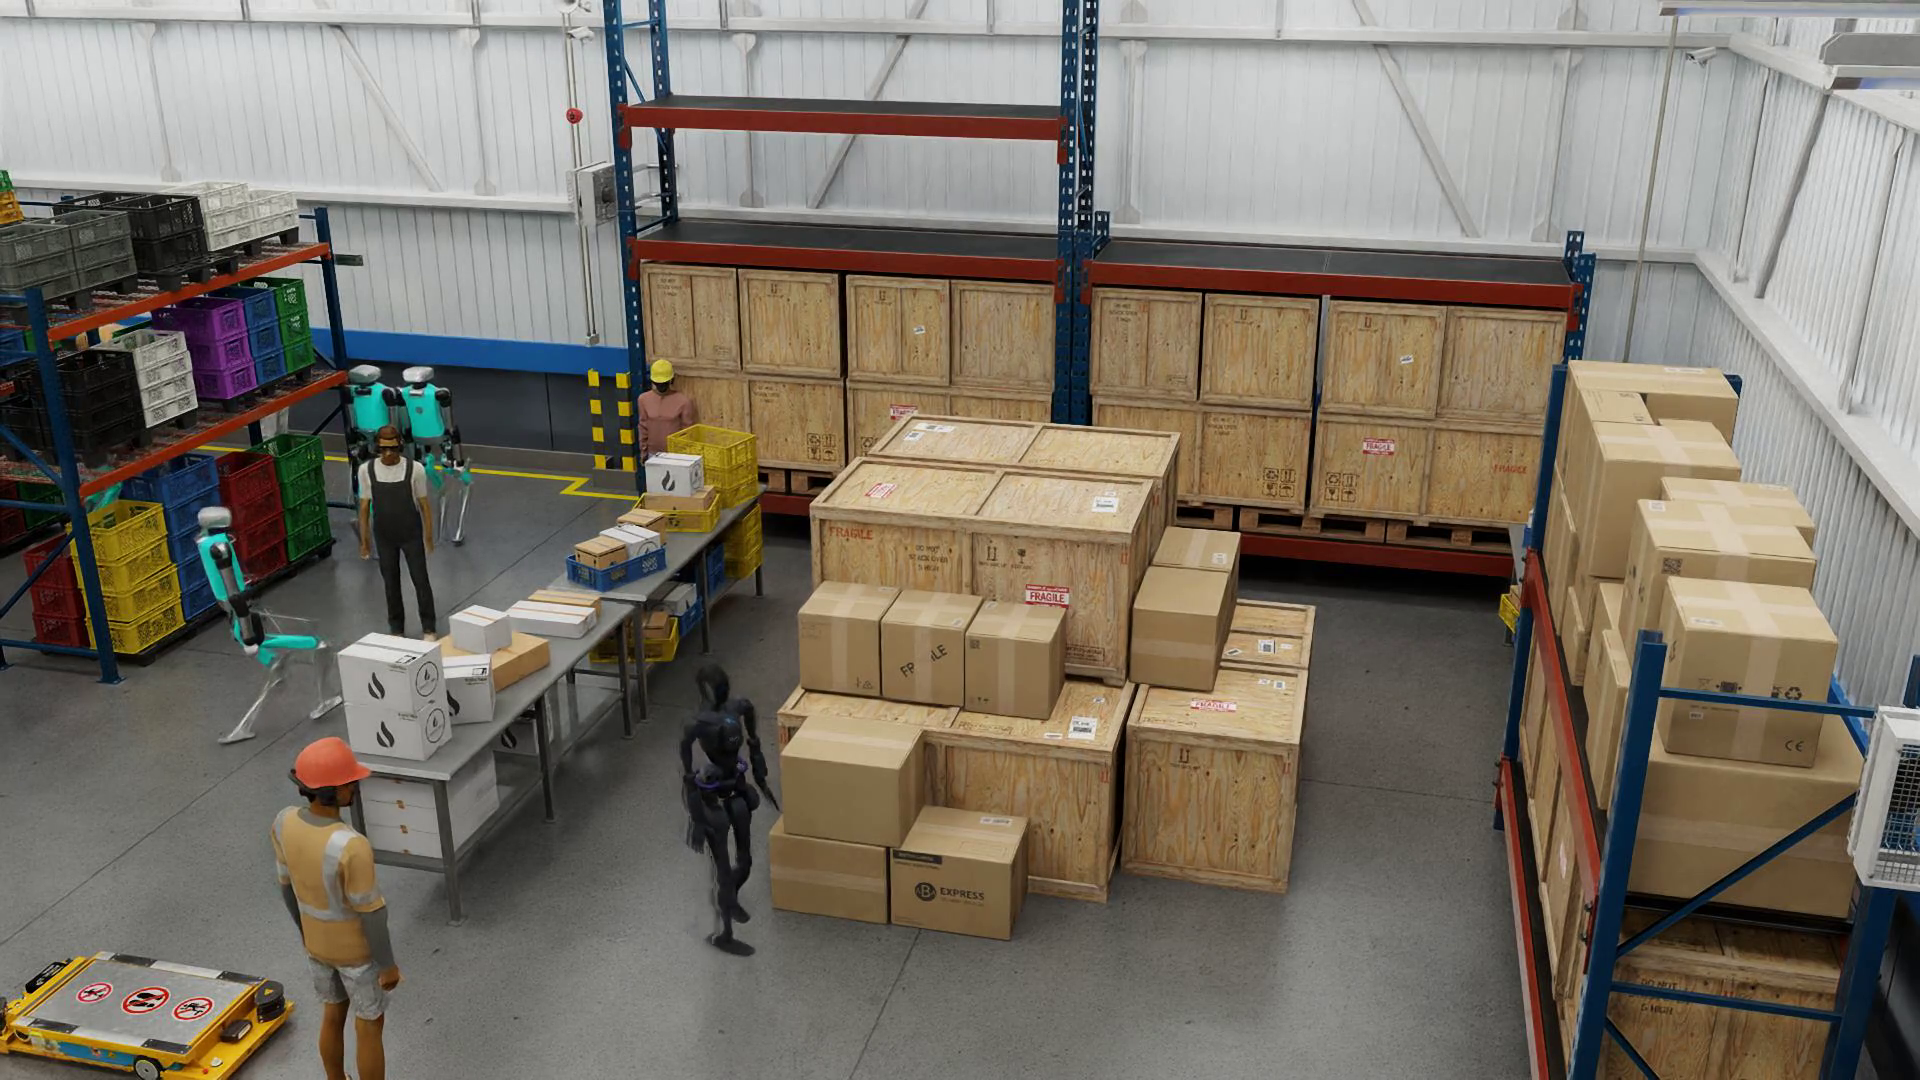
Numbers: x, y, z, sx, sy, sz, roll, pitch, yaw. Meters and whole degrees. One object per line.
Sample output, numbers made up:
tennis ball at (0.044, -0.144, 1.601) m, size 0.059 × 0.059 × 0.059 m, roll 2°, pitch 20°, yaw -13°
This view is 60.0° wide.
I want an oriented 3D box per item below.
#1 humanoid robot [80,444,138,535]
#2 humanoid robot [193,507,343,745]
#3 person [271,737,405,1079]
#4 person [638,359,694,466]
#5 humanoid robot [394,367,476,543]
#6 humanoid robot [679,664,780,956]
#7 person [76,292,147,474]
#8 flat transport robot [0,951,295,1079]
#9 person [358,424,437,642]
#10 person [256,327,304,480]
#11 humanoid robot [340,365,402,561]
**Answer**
humanoid robot at (-7.574, -0.544, 14.496) m, size 0.552 × 1.825 × 0.903 m, roll 9°, pitch 23°, yaw 22°
humanoid robot at (-4.762, 0.557, 11.608) m, size 1.029 × 1.769 × 0.533 m, roll -14°, pitch 25°, yaw -32°
person at (-2.842, 1.847, 7.733) m, size 0.615 × 2.040 × 0.371 m, roll 12°, pitch 24°, yaw 29°
person at (-2.638, -0.779, 15.000) m, size 0.524 × 1.761 × 0.335 m, roll 3°, pitch 21°, yaw 8°
humanoid robot at (-4.662, -0.732, 15.017) m, size 0.540 × 1.839 × 0.782 m, roll 3°, pitch 21°, yaw 7°
humanoid robot at (-1.244, 1.465, 9.268) m, size 0.546 × 1.648 × 0.592 m, roll 17°, pitch 27°, yaw 37°
person at (-8.602, -1.577, 16.910) m, size 0.884 × 1.919 × 0.552 m, roll 9°, pitch 23°, yaw 22°
flat transport robot at (-4.270, 2.464, 8.601) m, size 1.431 × 0.231 × 0.659 m, roll 5°, pitch 22°, yaw 13°
person at (-4.365, -0.022, 12.904) m, size 0.533 × 1.839 × 0.333 m, roll -3°, pitch 21°, yaw -9°
person at (-6.855, -1.421, 16.562) m, size 0.429 × 1.839 × 0.633 m, roll 2°, pitch 21°, yaw 6°
humanoid robot at (-5.202, -0.579, 14.560) m, size 0.530 × 1.833 × 0.655 m, roll 6°, pitch 22°, yaw 14°
